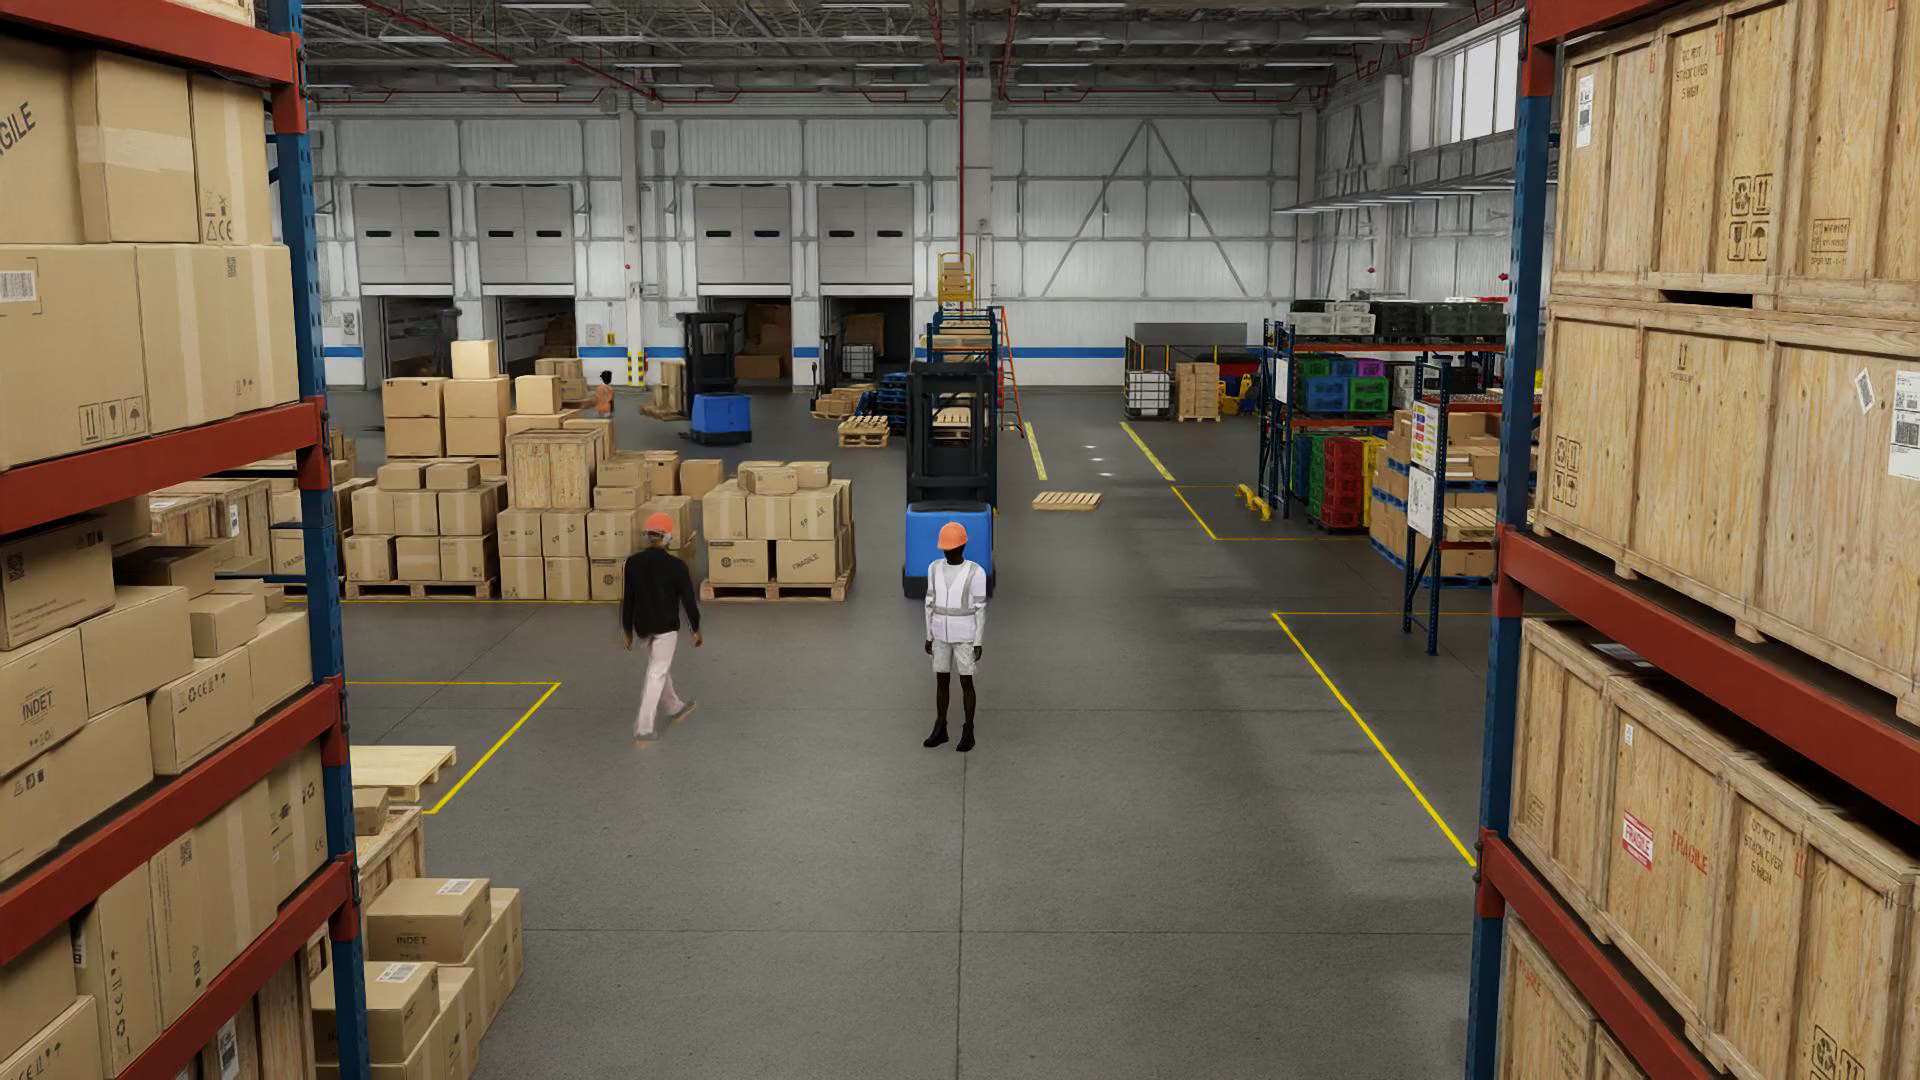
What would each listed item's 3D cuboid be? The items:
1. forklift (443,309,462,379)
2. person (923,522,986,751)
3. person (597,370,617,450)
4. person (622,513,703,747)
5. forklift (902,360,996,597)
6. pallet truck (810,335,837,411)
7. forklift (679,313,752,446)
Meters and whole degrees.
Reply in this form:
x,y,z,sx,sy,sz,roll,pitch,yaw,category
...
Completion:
x,y,z,sx,sy,sz,roll,pitch,yaw,category
-11.663,-3.918,38.306,1.873,2.768,1.129,-3,10,-17,forklift
-0.055,0.797,13.835,0.543,1.934,0.368,5,11,25,person
-7.413,-2.702,34.737,0.421,1.688,0.536,-8,13,-38,person
-2.531,0.731,14.208,0.645,1.934,1.047,5,11,25,person
-0.129,-0.810,20.374,1.129,2.768,1.873,0,10,1,forklift
-3.021,-4.312,43.126,1.885,1.965,0.823,3,10,17,pallet truck
-5.311,-3.521,36.017,1.129,2.768,1.873,-5,11,-25,forklift
